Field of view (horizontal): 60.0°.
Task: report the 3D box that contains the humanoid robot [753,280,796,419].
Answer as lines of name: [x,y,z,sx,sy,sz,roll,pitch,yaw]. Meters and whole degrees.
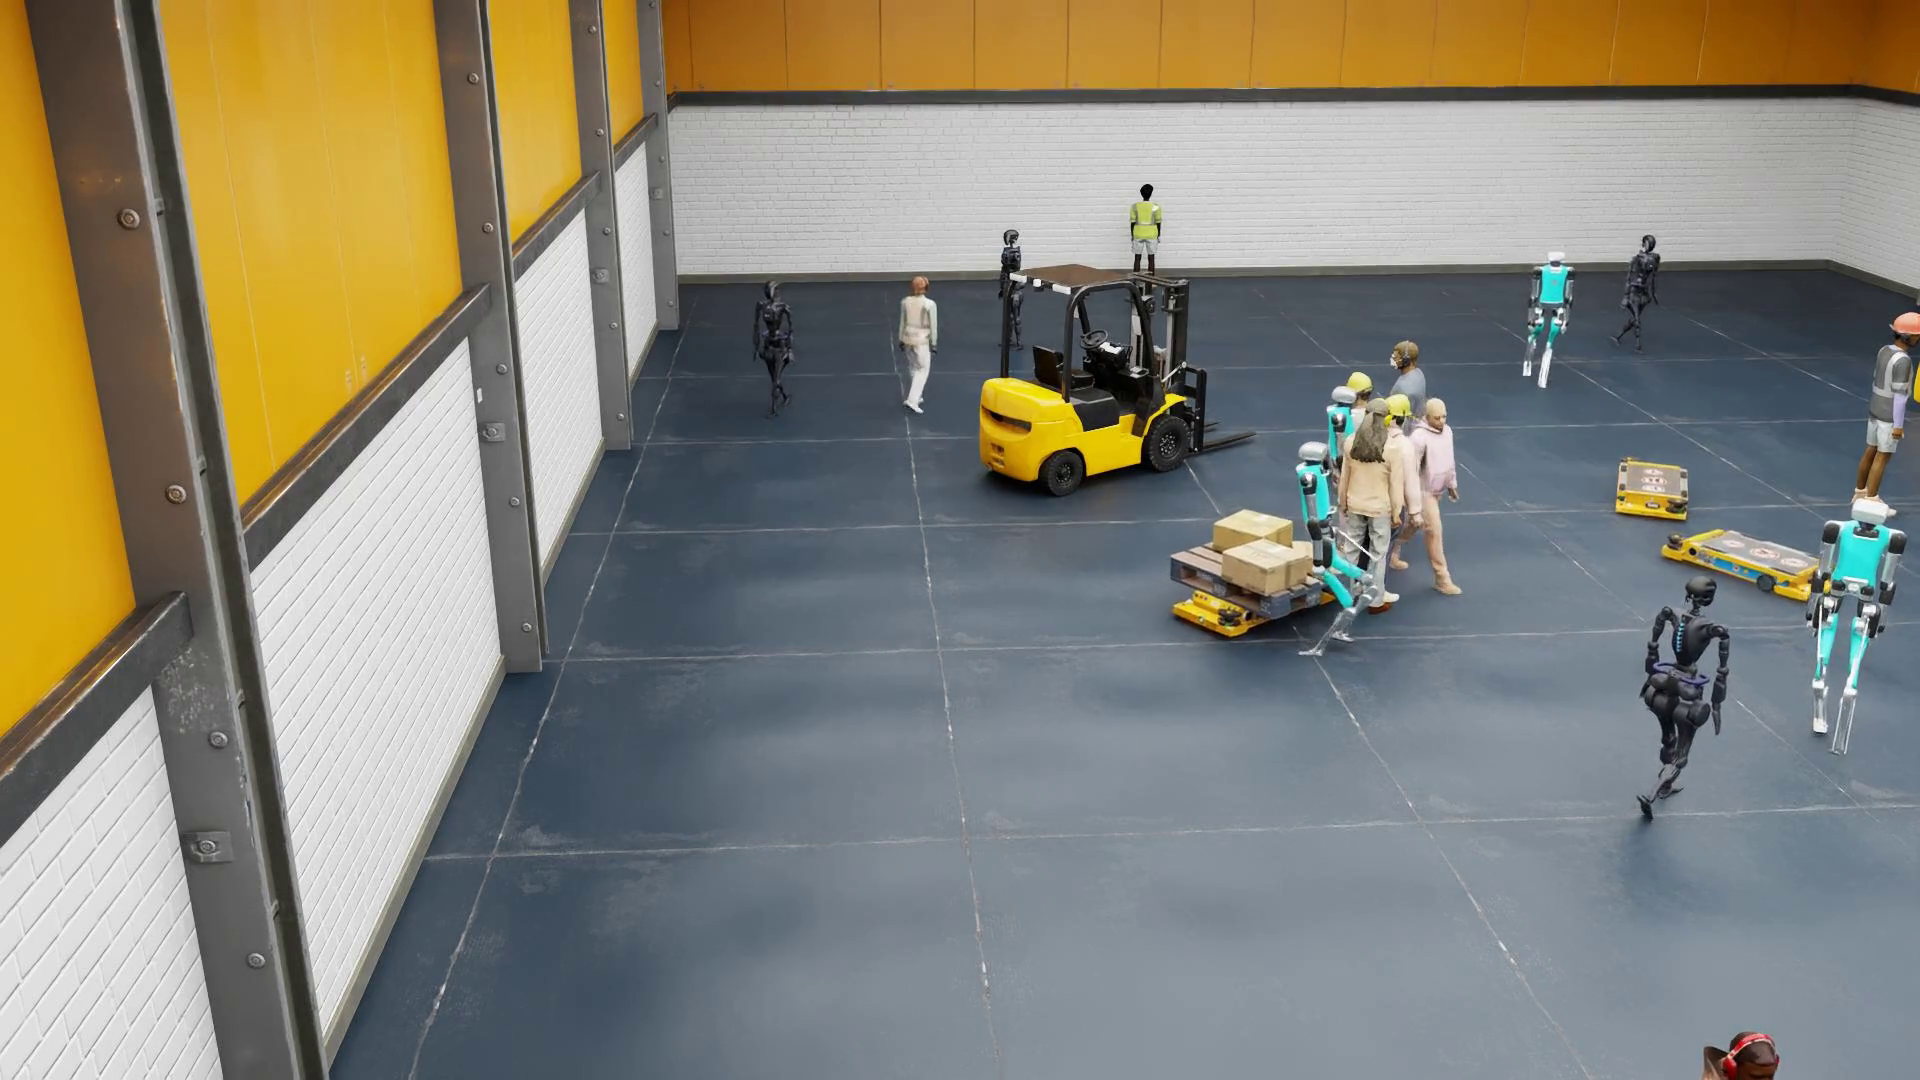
humanoid robot: [-2.199,-2.320,19.982,0.605,1.634,0.772,9,22,24]

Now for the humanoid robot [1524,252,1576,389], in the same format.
humanoid robot: [7.490,-2.855,21.335,0.543,1.812,0.901,3,20,8]

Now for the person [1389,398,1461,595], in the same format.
person: [4.106,-0.444,14.706,0.543,1.740,0.911,-17,26,-38]

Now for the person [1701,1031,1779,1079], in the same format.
person: [2.976,2.603,6.541,0.455,1.643,0.310,-4,21,-11]

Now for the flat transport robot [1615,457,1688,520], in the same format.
flat transport robot: [7.104,-0.531,17.074,0.659,0.231,1.431,8,22,20]

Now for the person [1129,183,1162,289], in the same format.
person: [3.003,-4.912,26.937,0.534,1.696,0.318,5,21,12]

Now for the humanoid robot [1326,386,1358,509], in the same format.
humanoid robot: [3.575,-0.434,14.793,0.735,1.862,0.546,5,21,14]

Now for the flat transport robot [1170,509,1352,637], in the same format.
flat transport robot: [2.567,0.486,14.303,1.431,0.231,0.659,-15,25,-36]

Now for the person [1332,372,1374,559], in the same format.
person: [3.639,-0.679,15.321,0.529,1.760,0.339,-10,22,-25]

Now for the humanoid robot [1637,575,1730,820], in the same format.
humanoid robot: [4.658,1.004,10.884,0.677,1.637,0.597,-14,24,-33]

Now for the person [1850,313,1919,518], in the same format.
person: [9.198,-1.241,16.439,0.372,2.043,0.611,3,20,7]

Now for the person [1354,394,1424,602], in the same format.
person: [3.613,-0.343,14.267,0.432,1.854,0.814,-13,24,-32]

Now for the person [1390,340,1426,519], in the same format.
person: [4.207,-0.944,15.798,0.368,1.931,0.628,7,21,19]

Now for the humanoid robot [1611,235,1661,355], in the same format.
humanoid robot: [9.352,-3.417,22.991,0.608,1.644,0.769,-8,22,-22]

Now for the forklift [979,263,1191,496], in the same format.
forklift: [1.315,-1.764,17.646,2.313,2.155,1.214,-14,24,-33]

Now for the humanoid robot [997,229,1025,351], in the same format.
humanoid robot: [0.717,-3.465,23.004,0.315,1.657,0.599,-8,22,-20]

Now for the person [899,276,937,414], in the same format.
person: [-0.568,-2.368,20.137,0.548,1.607,0.613,15,25,34]

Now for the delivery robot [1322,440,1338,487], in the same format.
delivery robot: [4.113,-0.905,17.643,0.499,0.570,0.753,2,20,6]

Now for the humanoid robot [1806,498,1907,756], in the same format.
humanoid robot: [6.259,0.694,11.749,0.543,1.894,0.772,9,22,24]

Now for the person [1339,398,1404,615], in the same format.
person: [3.460,-0.280,14.061,0.555,1.876,0.407,14,25,34]

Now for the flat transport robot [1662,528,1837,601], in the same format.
flat transport robot: [7.202,0.199,15.085,0.659,0.231,1.431,-13,24,-31]

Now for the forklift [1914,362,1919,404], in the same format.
forklift: [12.602,-2.435,19.475,2.313,2.155,1.214,-1,20,-4]

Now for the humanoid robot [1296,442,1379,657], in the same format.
humanoid robot: [3.047,0.106,13.213,0.830,1.755,0.547,6,21,15]
